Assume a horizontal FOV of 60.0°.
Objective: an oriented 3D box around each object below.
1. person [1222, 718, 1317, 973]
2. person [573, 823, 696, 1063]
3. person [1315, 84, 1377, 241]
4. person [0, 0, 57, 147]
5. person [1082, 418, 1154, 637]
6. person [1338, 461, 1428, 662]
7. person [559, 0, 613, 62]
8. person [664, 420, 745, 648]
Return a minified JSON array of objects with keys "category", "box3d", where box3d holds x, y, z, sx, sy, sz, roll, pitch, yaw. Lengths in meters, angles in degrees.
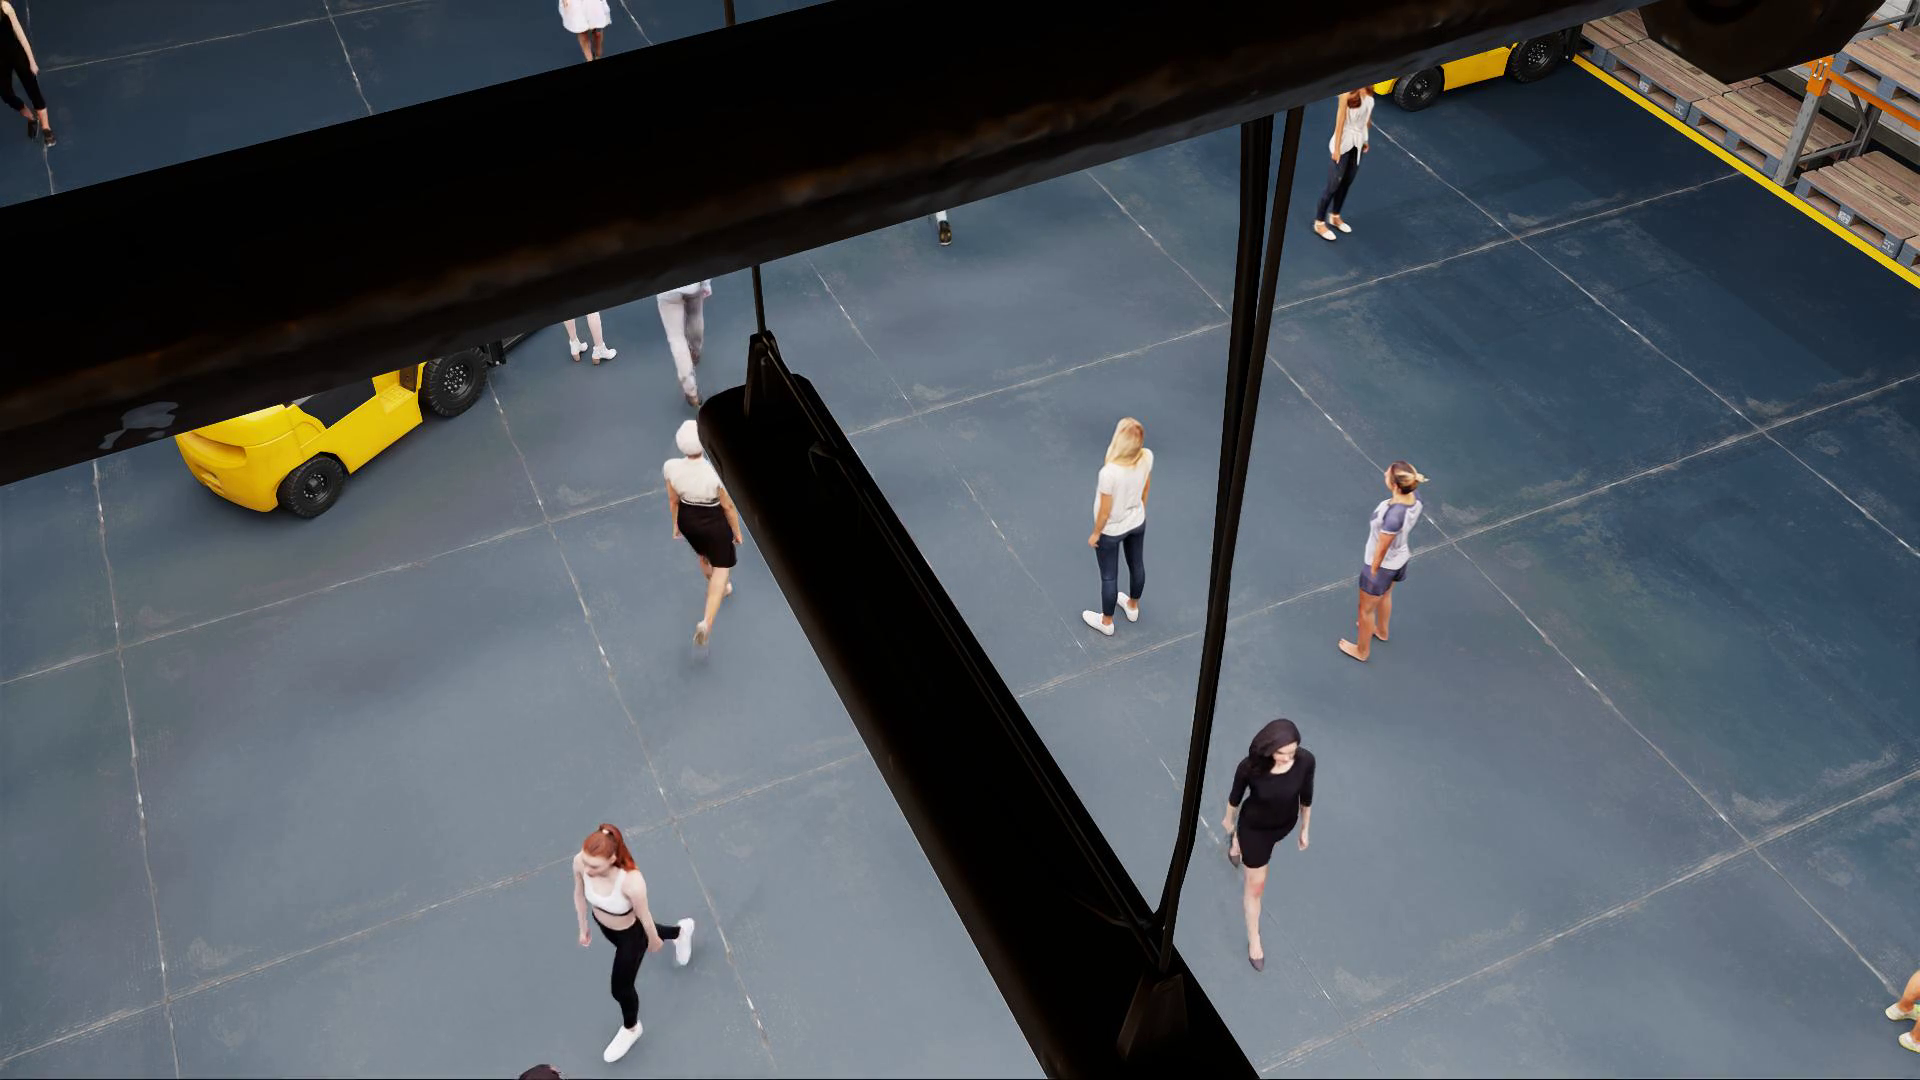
[{"category":"person","box3d":[1.695,1.533,9.325,0.770,1.757,1.174,-7,44,-7]},{"category":"person","box3d":[-1.740,2.010,8.853,1.107,1.716,1.031,22,48,21]},{"category":"person","box3d":[3.386,-3.474,14.562,0.625,1.784,0.600,-30,51,-28]},{"category":"person","box3d":[-8.997,-4.589,15.779,0.611,1.718,0.650,-12,45,-12]},{"category":"person","box3d":[1.073,-0.089,10.991,0.635,1.808,0.554,-25,49,-24]},{"category":"person","box3d":[2.787,0.137,10.889,0.642,1.620,0.631,27,50,26]},{"category":"person","box3d":[-3.814,-5.454,16.637,0.738,1.787,0.837,-10,45,-10]},{"category":"person","box3d":[-1.701,-0.027,10.979,0.988,1.735,1.104,9,44,9]}]
